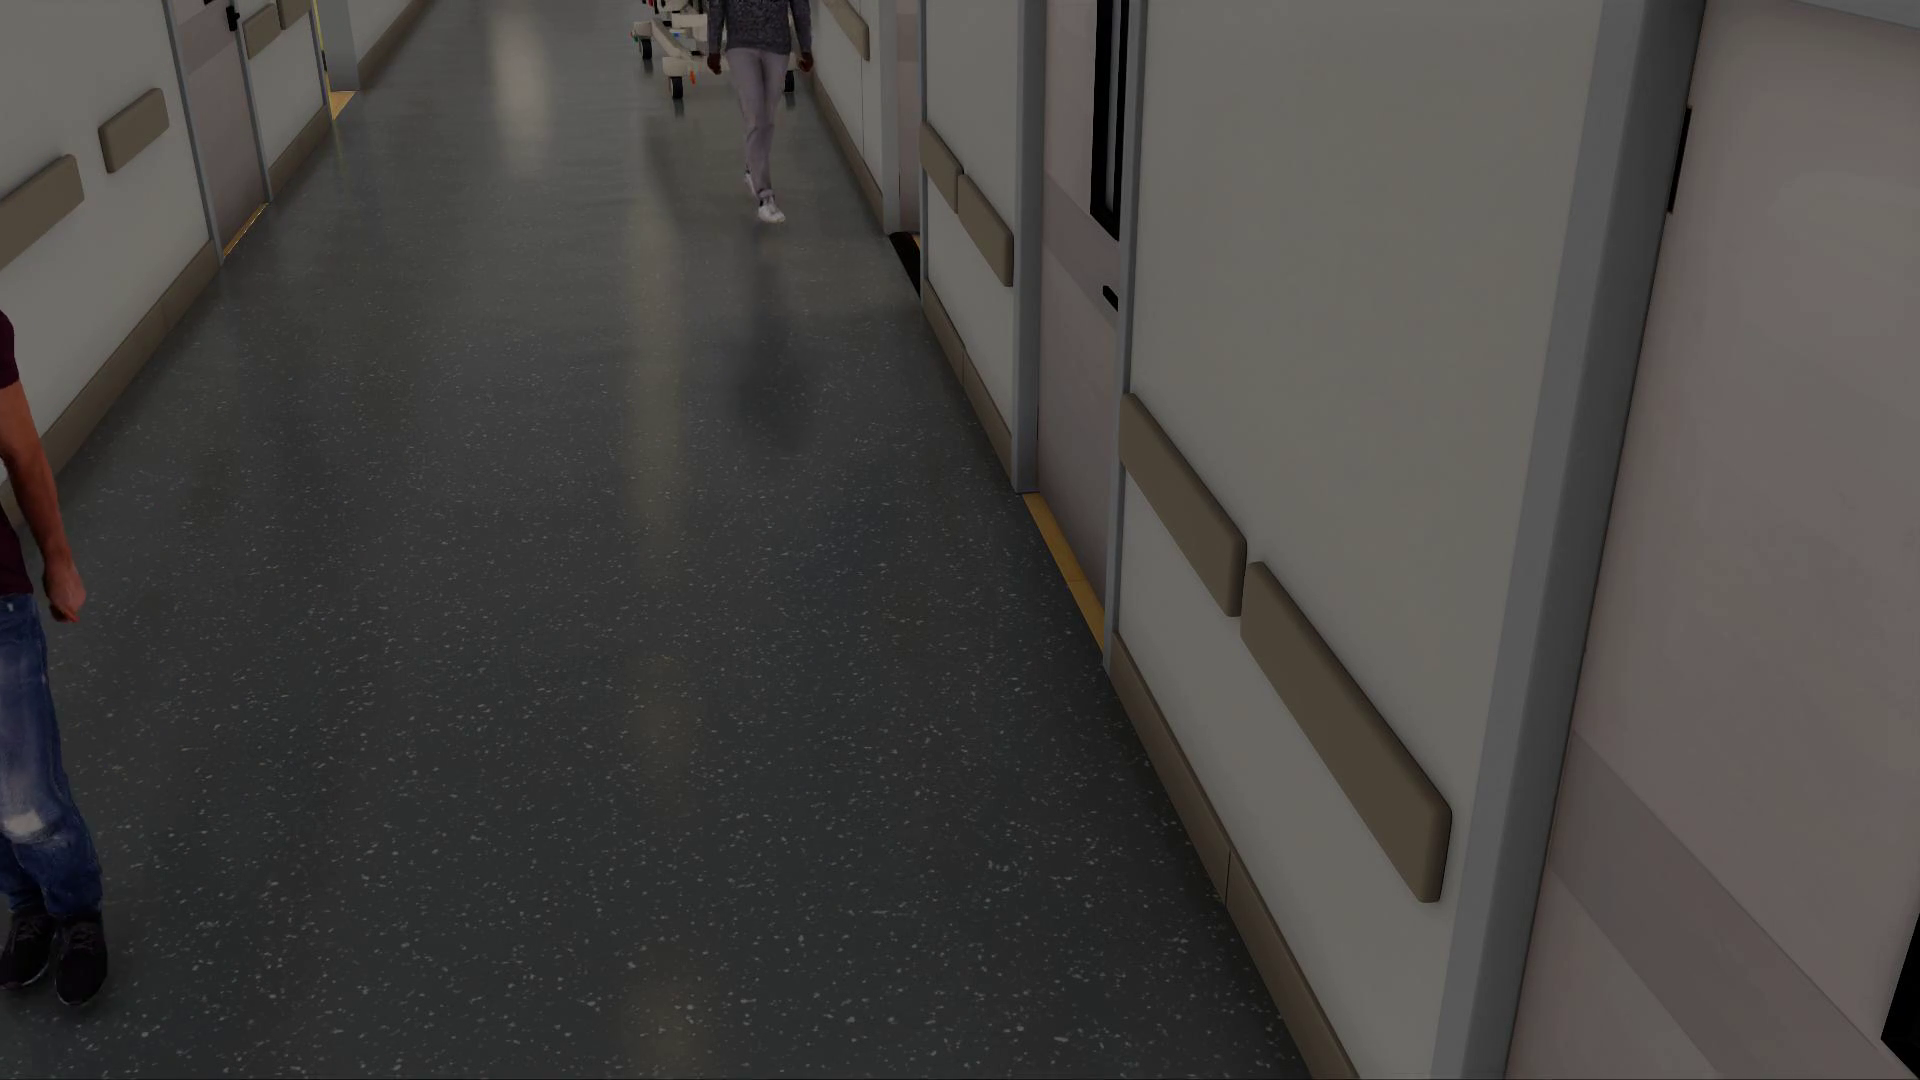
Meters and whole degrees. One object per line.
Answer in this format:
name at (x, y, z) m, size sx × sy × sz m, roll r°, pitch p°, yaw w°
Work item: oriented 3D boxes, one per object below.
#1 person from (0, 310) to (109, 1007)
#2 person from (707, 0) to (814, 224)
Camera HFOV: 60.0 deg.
person at (-2.056, 0.083, 3.368) m, size 0.591 × 1.838 × 0.723 m, roll -5°, pitch 26°, yaw -10°
person at (-1.133, -2.716, 9.228) m, size 1.203 × 1.788 × 0.969 m, roll -11°, pitch 28°, yaw -21°
